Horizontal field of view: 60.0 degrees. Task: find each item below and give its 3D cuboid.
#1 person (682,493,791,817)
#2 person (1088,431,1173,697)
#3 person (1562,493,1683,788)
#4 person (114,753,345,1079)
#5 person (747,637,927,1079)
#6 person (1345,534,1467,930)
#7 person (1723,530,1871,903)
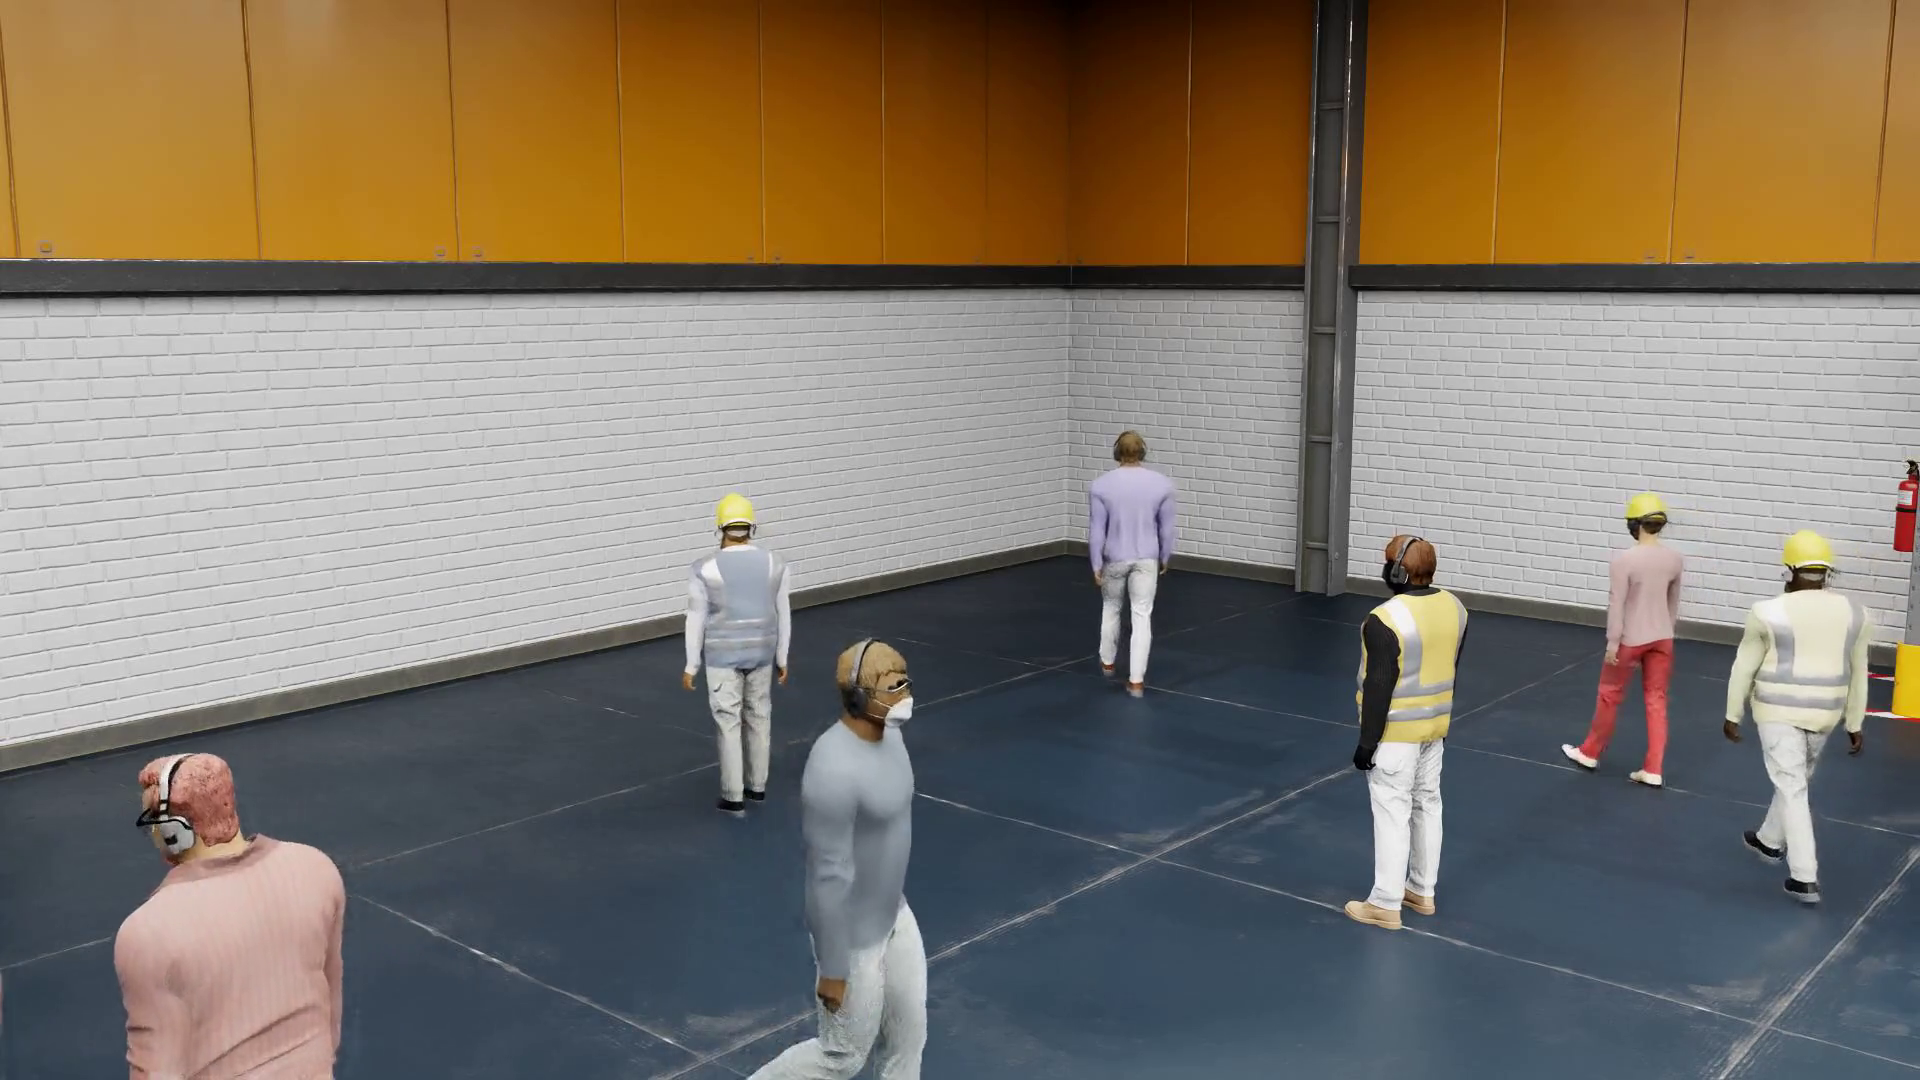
[{"bbox_3d":[-1.259,0.642,9.384,0.598,1.834,0.417,-5,10,-27],"label":"person"},{"bbox_3d":[1.246,0.145,12.242,0.629,1.891,1.009,0,9,3],"label":"person"},{"bbox_3d":[4.019,0.578,9.990,0.551,1.738,0.711,-3,9,-16],"label":"person"},{"bbox_3d":[-1.849,1.444,4.302,1.058,1.849,0.661,7,11,36],"label":"person"},{"bbox_3d":[-0.403,1.239,5.365,0.831,1.915,0.636,3,9,16],"label":"person"},{"bbox_3d":[2.064,0.886,7.772,0.625,1.846,0.429,-7,12,-38],"label":"person"},{"bbox_3d":[4.137,0.840,8.252,0.611,1.786,0.924,0,9,0],"label":"person"}]
